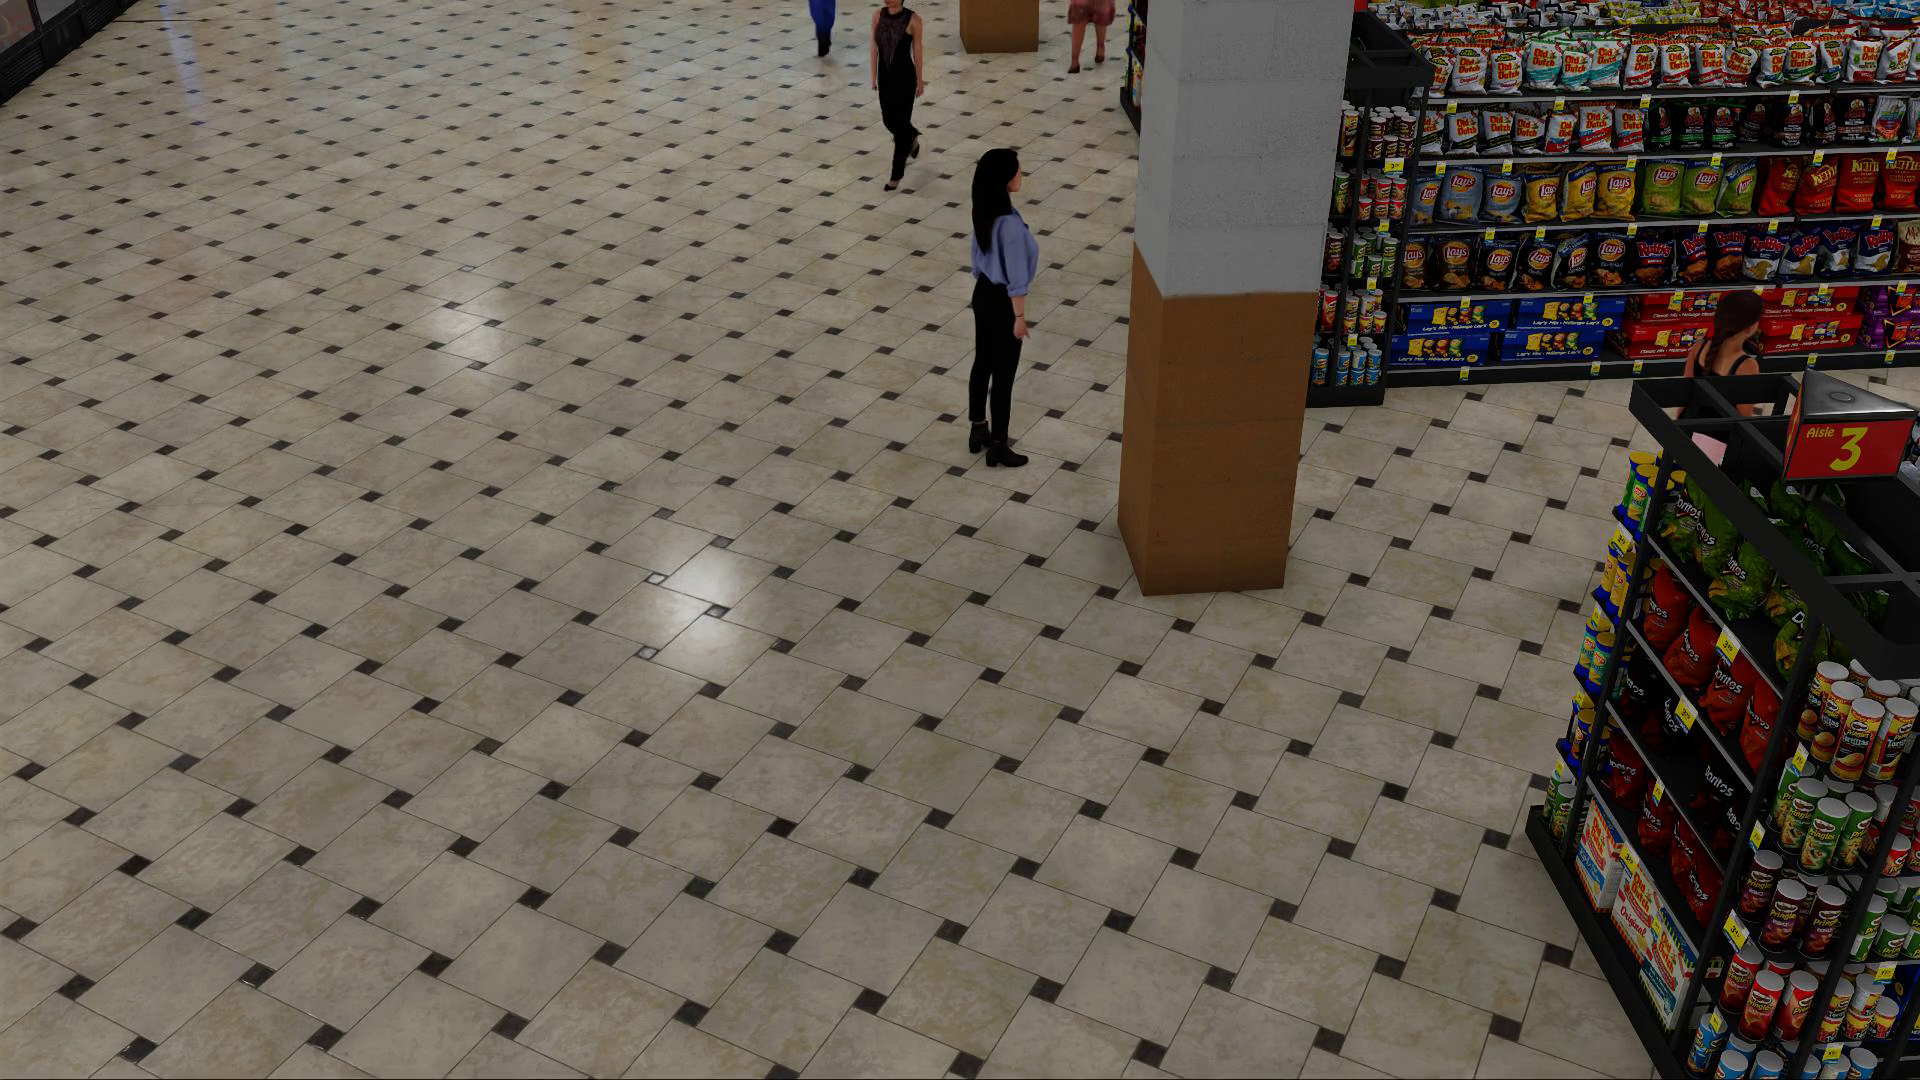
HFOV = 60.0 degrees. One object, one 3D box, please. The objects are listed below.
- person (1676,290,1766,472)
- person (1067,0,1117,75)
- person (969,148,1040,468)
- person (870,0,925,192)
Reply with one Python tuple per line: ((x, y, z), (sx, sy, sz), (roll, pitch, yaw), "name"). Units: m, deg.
((3.425, -0.429, 7.686), (0.633, 1.564, 0.592), (-22, 38, -31), "person")
((1.236, -5.111, 15.133), (1.086, 1.645, 0.912), (8, 33, 13), "person")
((0.201, -1.218, 8.784), (0.669, 1.743, 0.712), (-14, 34, -21), "person")
((-0.436, -3.485, 12.578), (0.978, 1.584, 0.941), (15, 35, 22), "person")
